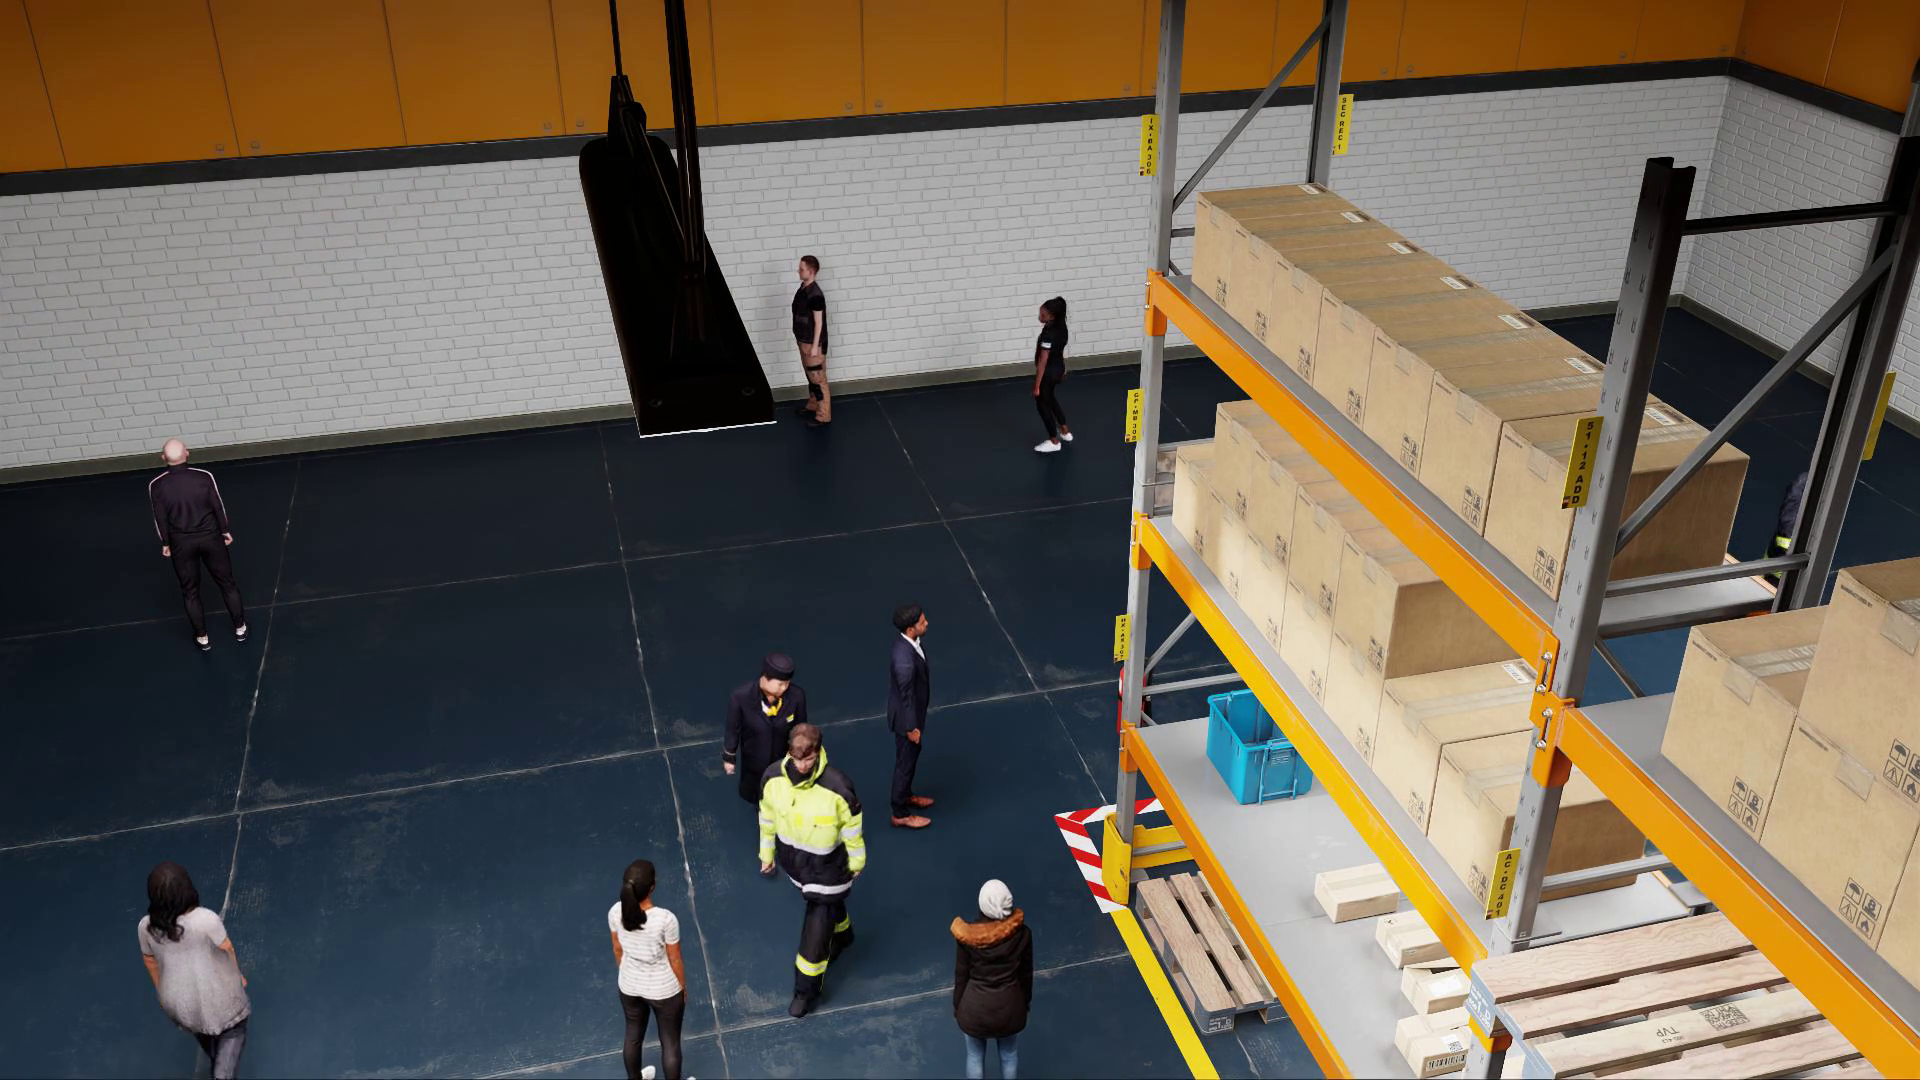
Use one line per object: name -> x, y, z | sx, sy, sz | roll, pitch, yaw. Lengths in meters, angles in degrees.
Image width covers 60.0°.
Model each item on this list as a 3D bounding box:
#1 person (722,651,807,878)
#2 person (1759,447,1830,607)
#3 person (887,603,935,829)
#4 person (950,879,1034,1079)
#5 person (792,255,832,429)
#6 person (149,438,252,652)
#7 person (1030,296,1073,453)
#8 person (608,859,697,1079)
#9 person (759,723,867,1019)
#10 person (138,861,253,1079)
person -> -1.301, 1.418, 11.114 | 0.807, 1.633, 1.013 | -1, 29, -3
person -> 6.775, -0.013, 13.526 | 0.788, 1.835, 1.091 | -9, 30, -16
person -> -0.367, 1.191, 11.436 | 0.759, 1.721, 0.586 | 2, 29, 4
person -> 0.175, 2.525, 9.083 | 0.631, 1.634, 0.617 | -4, 29, -8
person -> -1.529, -2.094, 17.334 | 0.753, 1.841, 0.539 | -10, 30, -17
person -> -6.169, 0.030, 13.445 | 0.734, 1.836, 0.655 | -14, 32, -24
person -> 0.927, -1.649, 16.659 | 0.903, 1.706, 0.765 | 16, 32, 26
person -> -1.715, 2.463, 9.192 | 0.641, 1.638, 0.668 | 8, 30, 15
person -> -0.823, 1.838, 10.033 | 1.176, 1.930, 1.276 | 12, 31, 20
person -> -4.208, 2.497, 9.177 | 0.788, 1.592, 1.001 | 0, 29, 0
